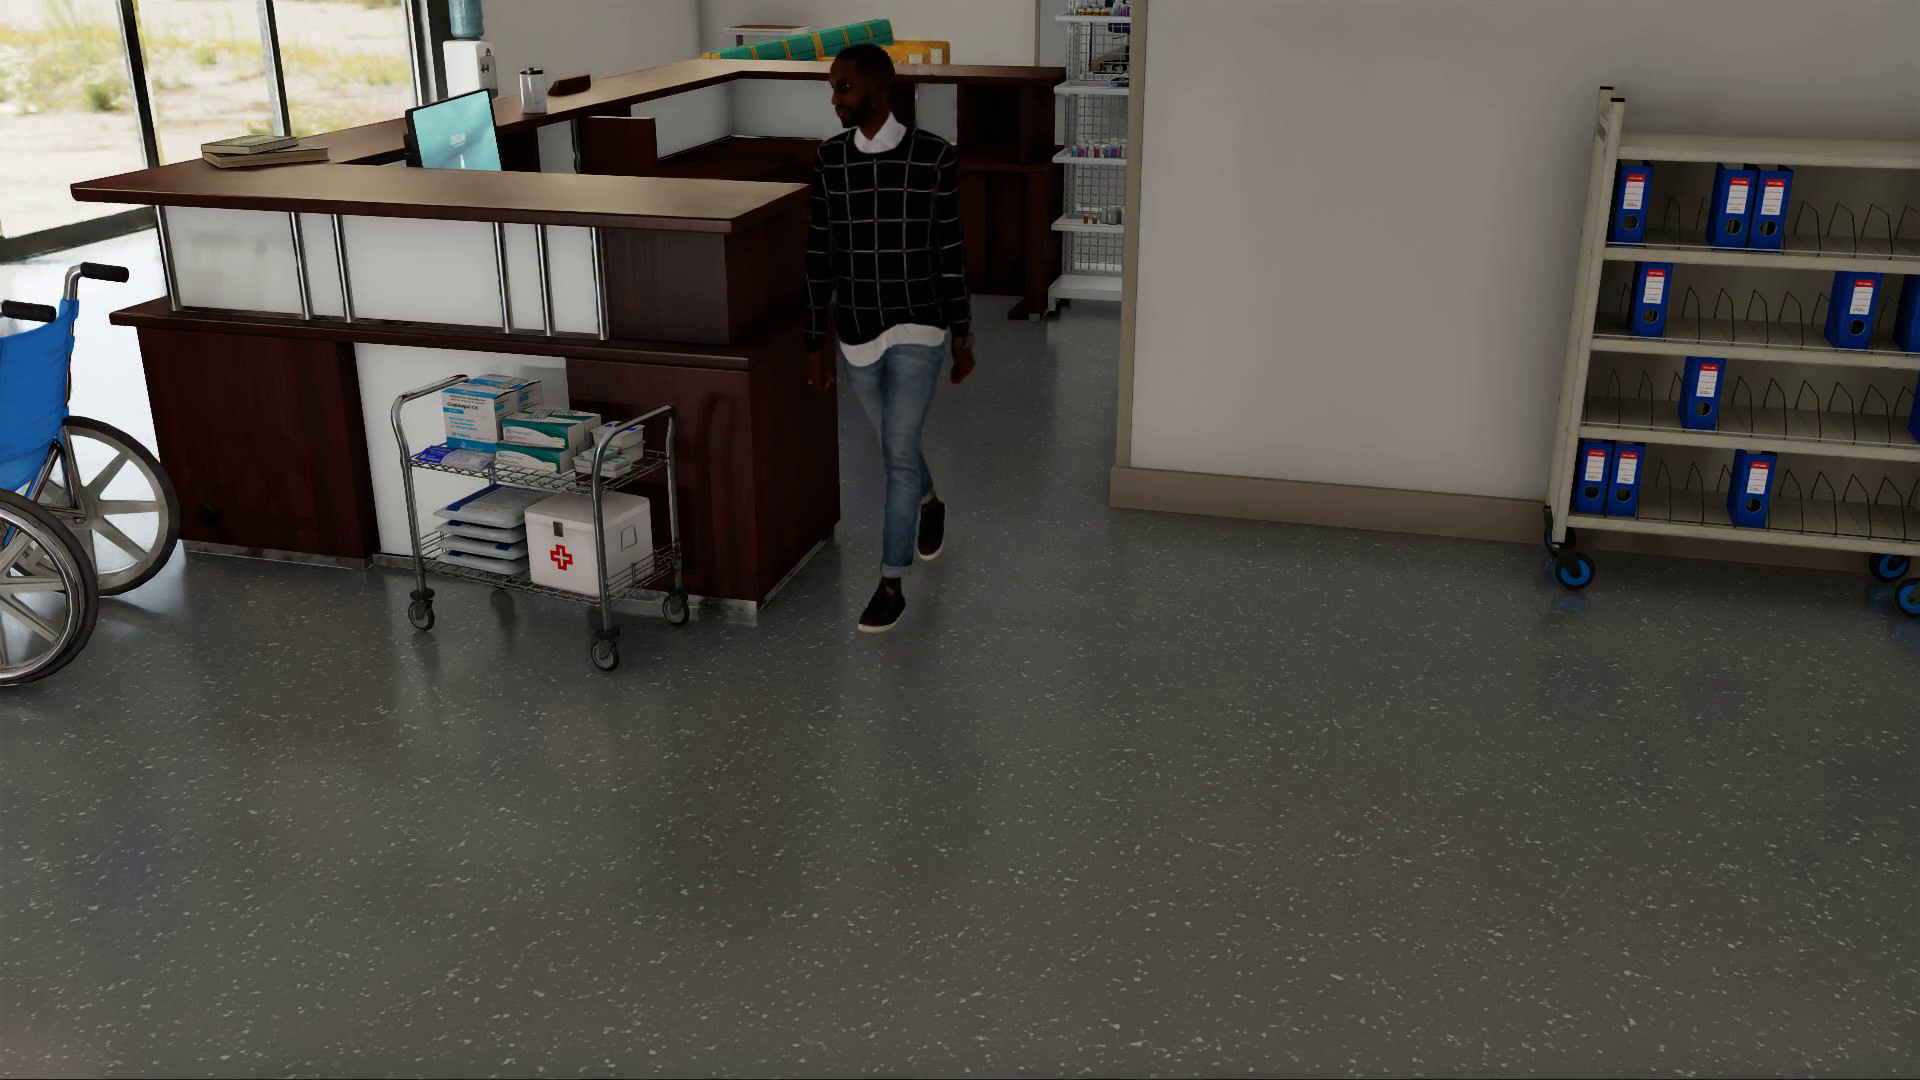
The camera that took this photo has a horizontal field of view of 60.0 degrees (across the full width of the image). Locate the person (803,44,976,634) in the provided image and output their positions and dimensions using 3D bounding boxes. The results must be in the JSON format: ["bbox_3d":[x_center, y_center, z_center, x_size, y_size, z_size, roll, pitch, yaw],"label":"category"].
[{"bbox_3d":[-0.198,-0.677,5.452,1.150,1.765,0.730,5,21,12],"label":"person"}]
